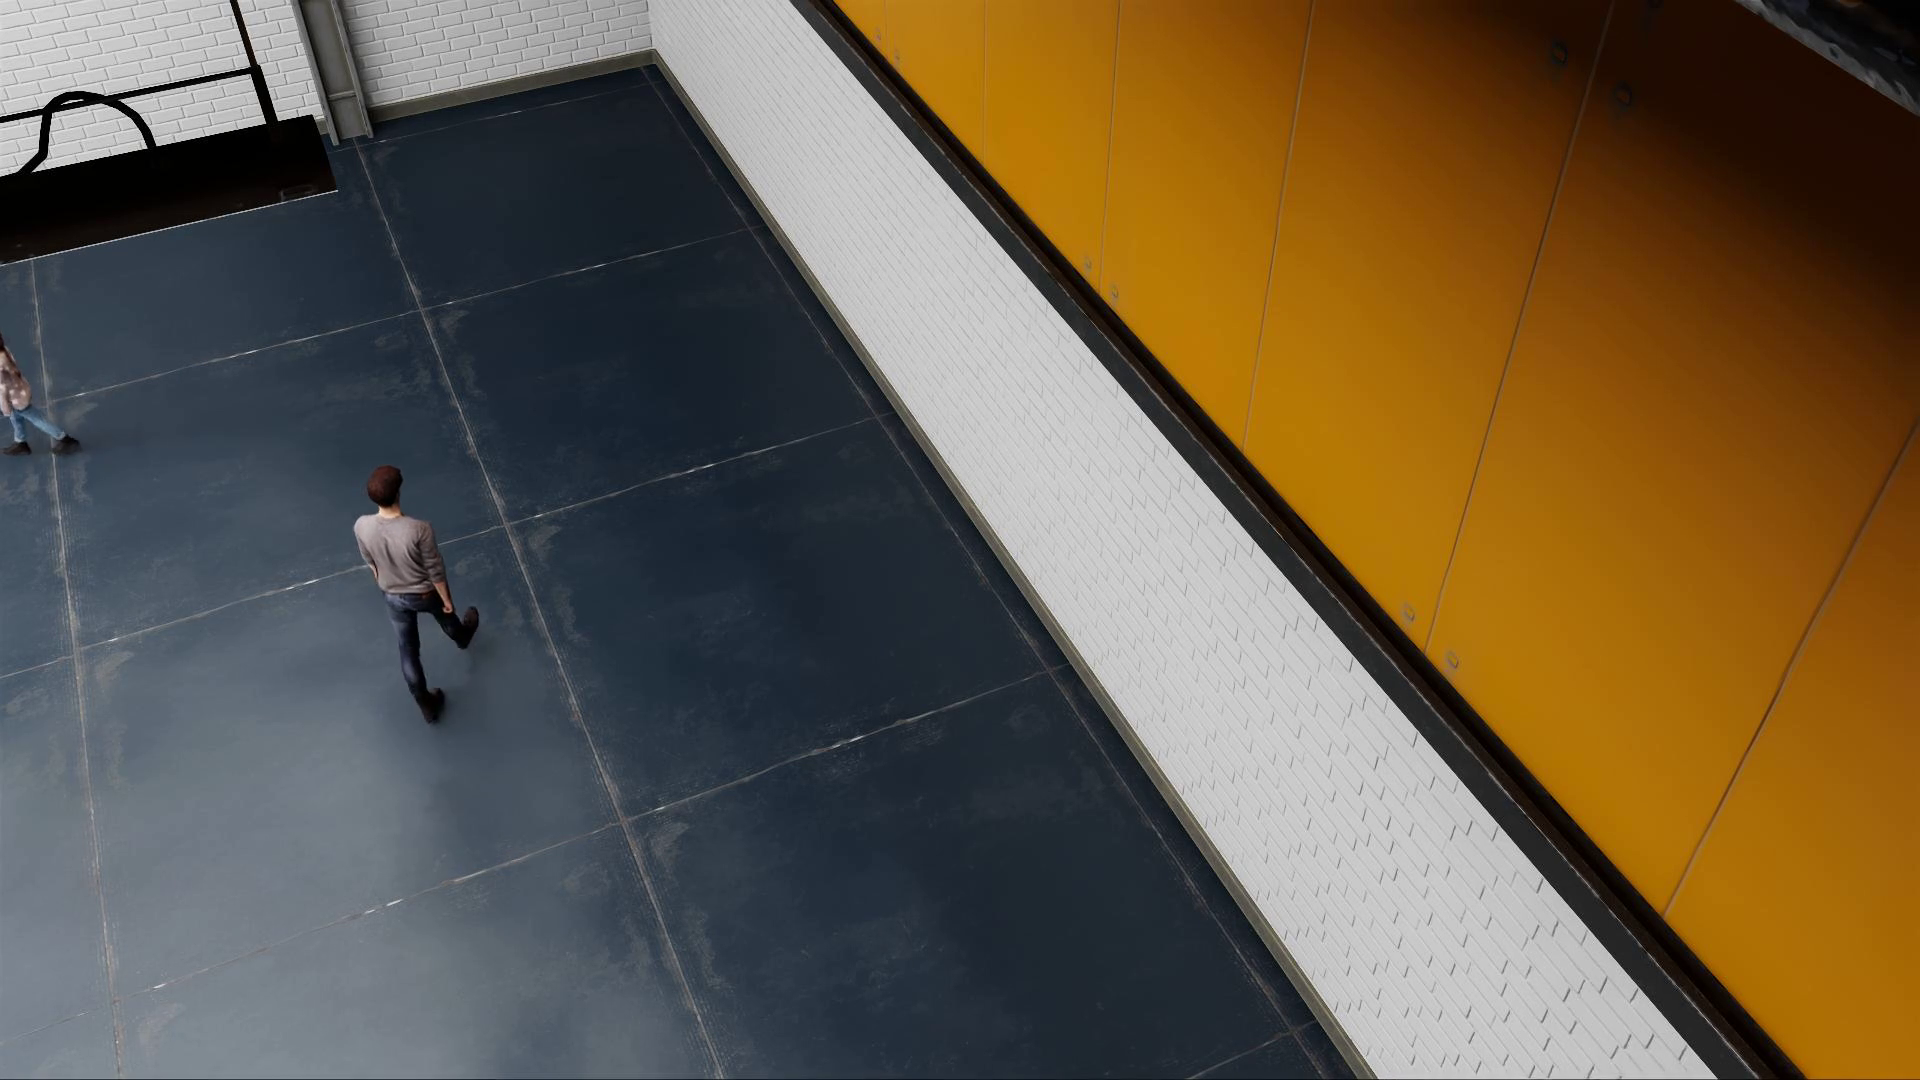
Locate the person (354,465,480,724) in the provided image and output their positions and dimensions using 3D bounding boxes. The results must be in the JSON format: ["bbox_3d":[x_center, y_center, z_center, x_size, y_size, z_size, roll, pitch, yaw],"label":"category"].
[{"bbox_3d":[-3.480,0.401,10.483,1.212,1.867,1.096,0,44,0],"label":"person"}]

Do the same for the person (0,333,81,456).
[{"bbox_3d":[-7.071,-1.094,12.555,0.848,1.173,0.602,-8,44,-9],"label":"person"}]
